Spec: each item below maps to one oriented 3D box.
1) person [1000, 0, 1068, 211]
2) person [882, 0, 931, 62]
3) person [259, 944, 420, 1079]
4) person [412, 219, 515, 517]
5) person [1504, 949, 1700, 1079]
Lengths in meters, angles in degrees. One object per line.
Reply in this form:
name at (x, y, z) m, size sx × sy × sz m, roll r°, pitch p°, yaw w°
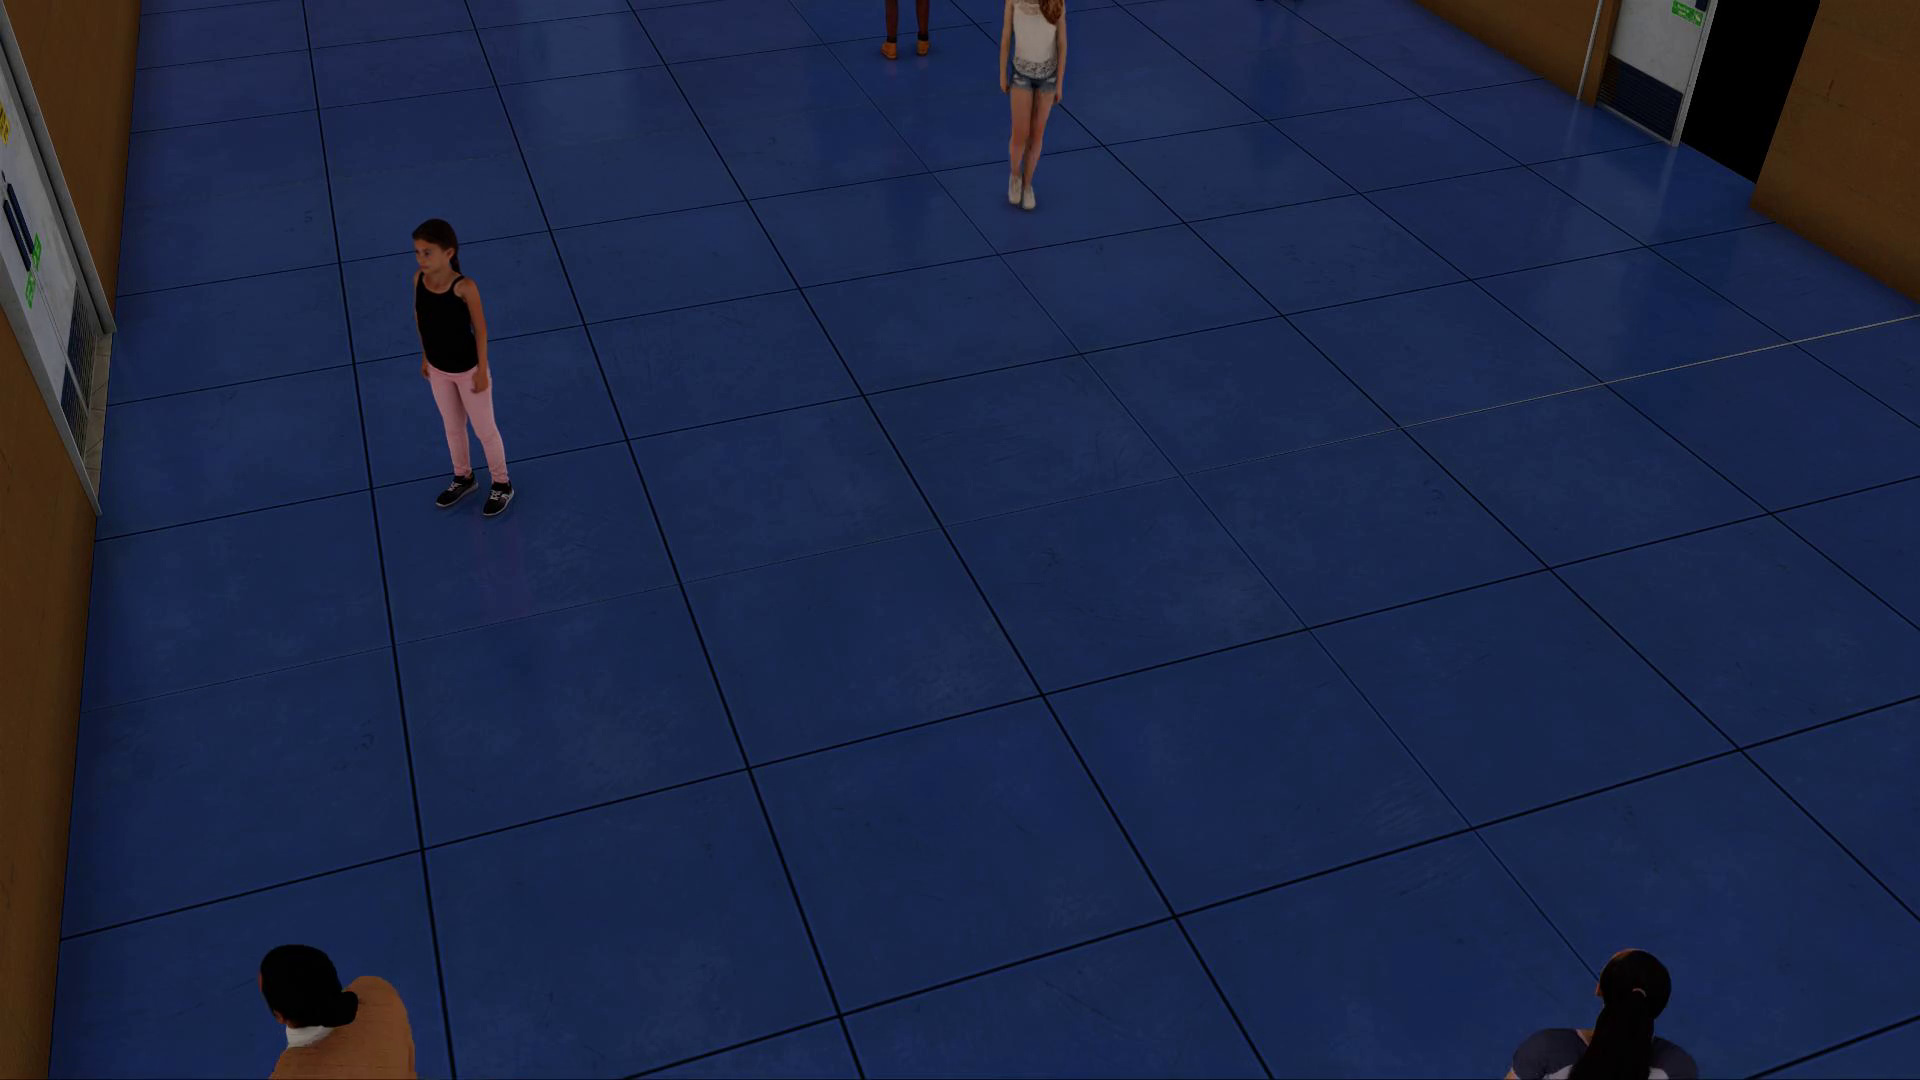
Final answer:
person at (0.473, -3.021, 10.837) m, size 0.638 × 1.744 × 0.709 m, roll -1°, pitch 37°, yaw -1°
person at (-0.433, -4.657, 13.032) m, size 0.525 × 1.725 × 0.655 m, roll -11°, pitch 38°, yaw -15°
person at (-1.514, 1.736, 4.527) m, size 1.243 × 1.710 × 1.170 m, roll 15°, pitch 39°, yaw 19°
person at (-2.441, -0.843, 8.084) m, size 0.617 × 1.565 × 0.686 m, roll 13°, pitch 39°, yaw 17°
person at (1.669, 1.779, 4.555) m, size 1.053 × 1.606 × 0.976 m, roll 6°, pitch 37°, yaw 8°
